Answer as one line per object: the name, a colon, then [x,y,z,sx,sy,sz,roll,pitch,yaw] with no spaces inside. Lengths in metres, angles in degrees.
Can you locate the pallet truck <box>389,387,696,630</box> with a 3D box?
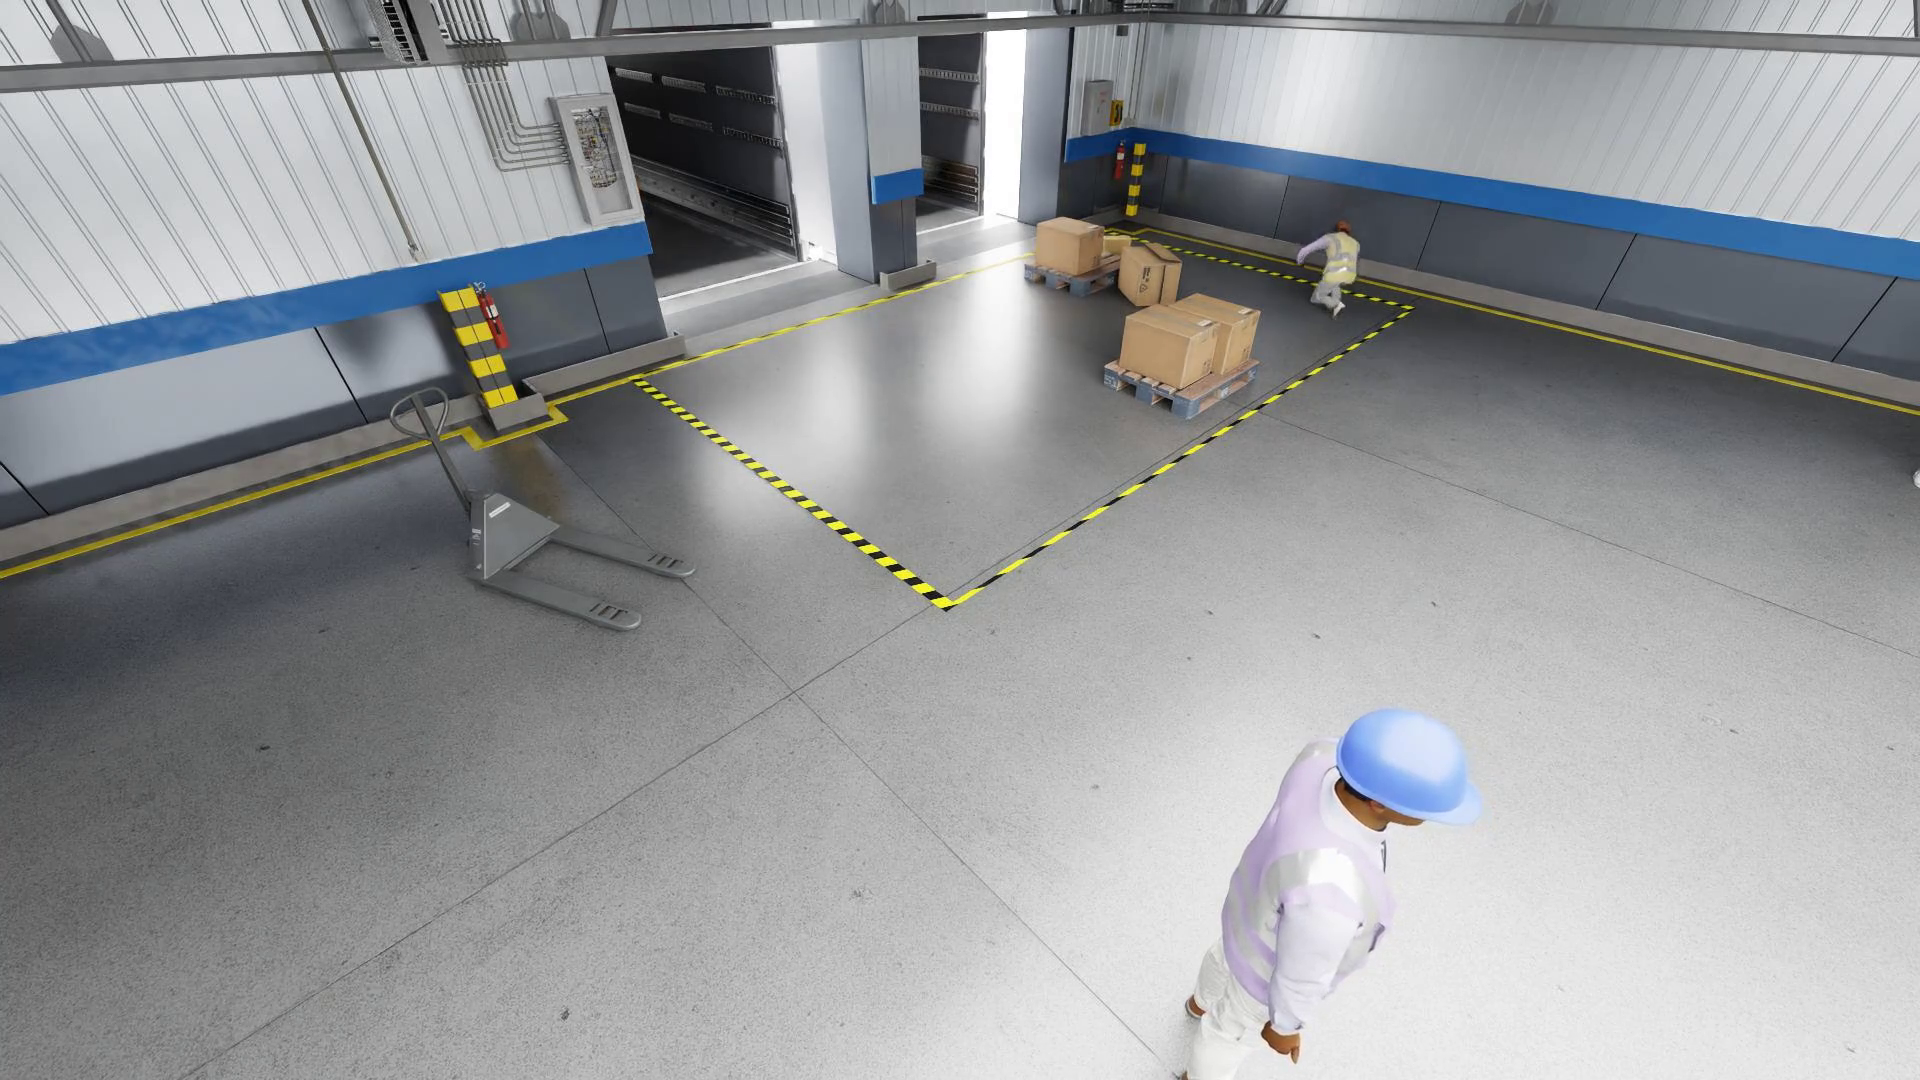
pallet truck: [-2.613,-0.247,4.593,1.601,1.201,0.680,14,40,17]

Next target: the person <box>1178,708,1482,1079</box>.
person: [0.975,1.170,2.179,0.394,1.949,0.603,15,40,19]

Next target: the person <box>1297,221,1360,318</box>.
person: [4.445,-3.195,8.728,0.678,0.967,0.942,-2,38,-3]

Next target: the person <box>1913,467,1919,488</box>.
person: [7.809,-1.094,5.275,0.492,1.742,0.313,14,40,17]
